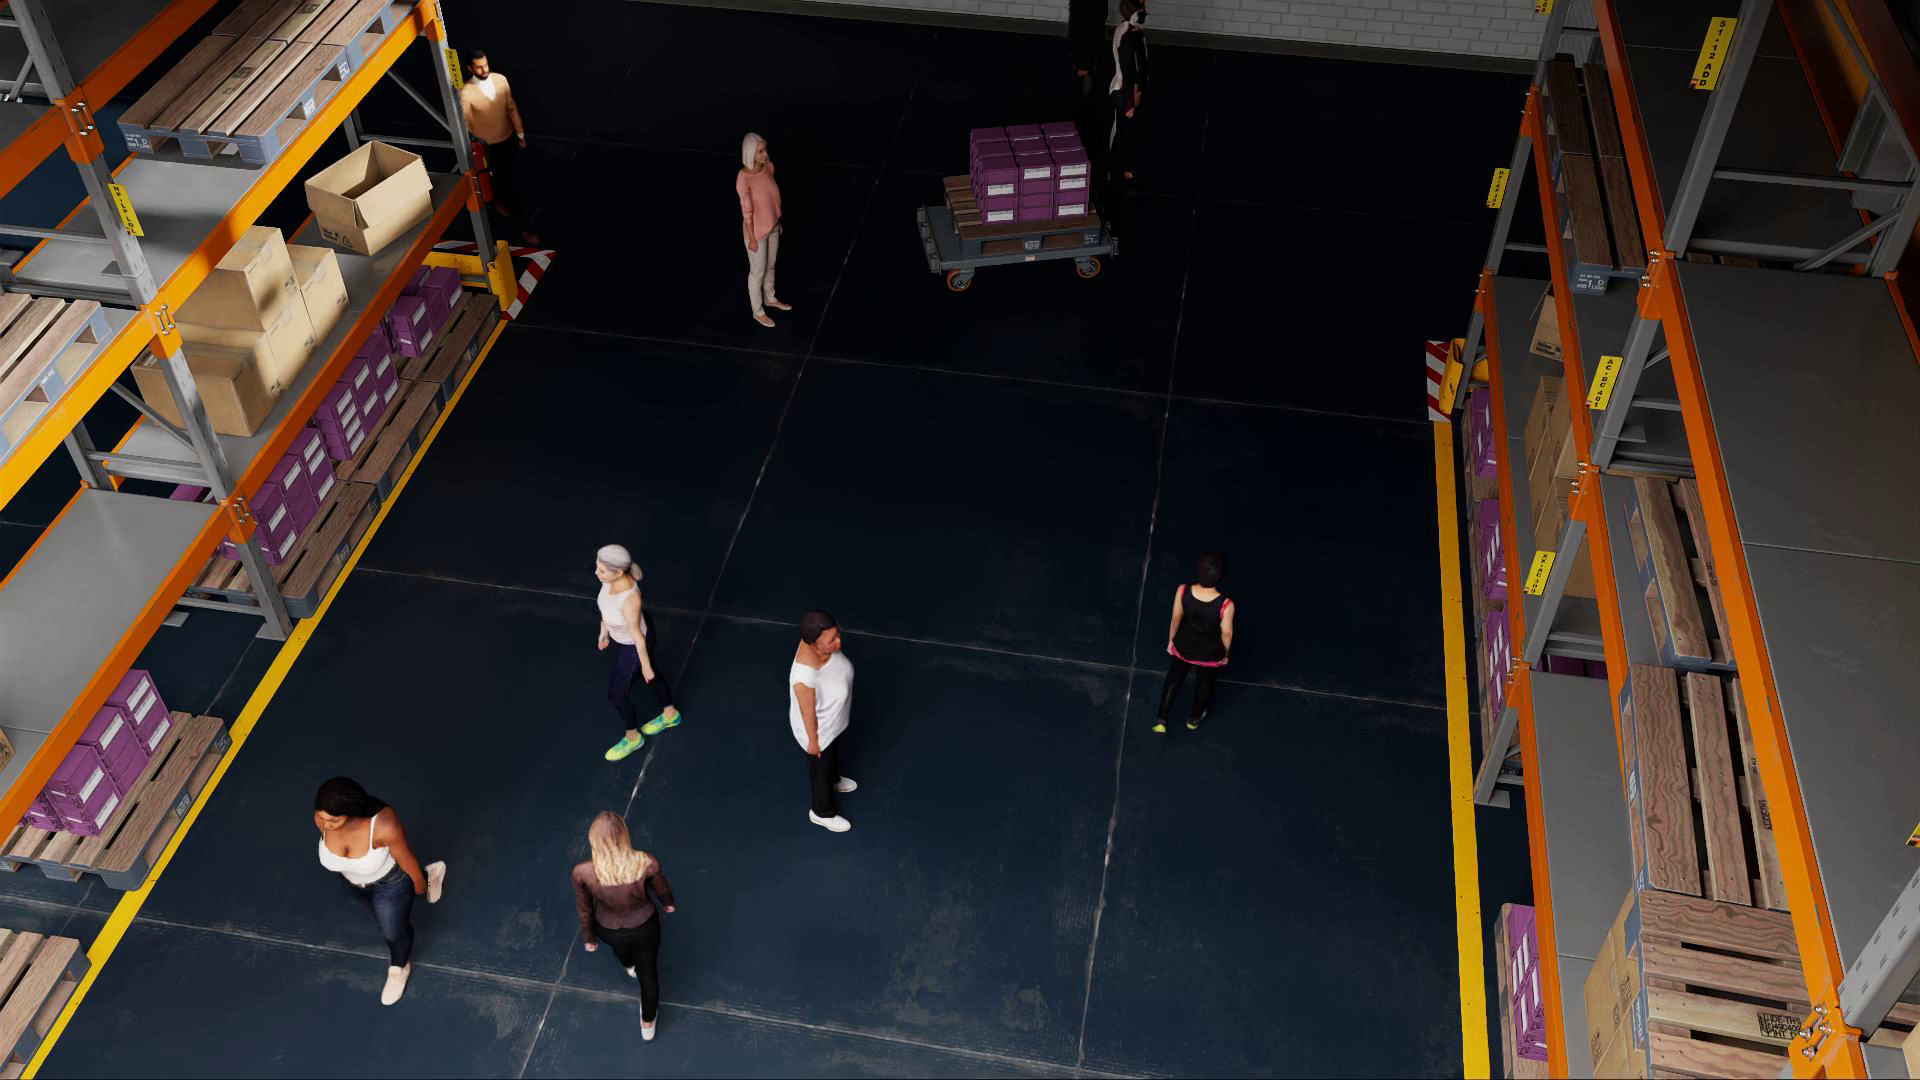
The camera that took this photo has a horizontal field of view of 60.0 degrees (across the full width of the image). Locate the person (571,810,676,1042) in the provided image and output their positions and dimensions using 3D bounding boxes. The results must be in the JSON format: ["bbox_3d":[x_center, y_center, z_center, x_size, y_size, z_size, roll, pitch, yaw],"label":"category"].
[{"bbox_3d":[-1.747,2.102,8.764,0.808,1.681,0.974,-6,44,-6],"label":"person"}]

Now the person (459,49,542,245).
[{"bbox_3d":[-4.121,-3.518,14.637,1.117,1.719,1.178,33,53,30],"label":"person"}]

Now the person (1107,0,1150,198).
[{"bbox_3d":[1.508,-4.044,15.062,0.756,1.893,0.552,3,44,3],"label":"person"}]

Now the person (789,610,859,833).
[{"bbox_3d":[-0.805,1.036,9.879,0.700,1.687,0.533,6,44,7],"label":"person"}]

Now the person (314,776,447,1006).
[{"bbox_3d":[-3.113,1.761,9.052,0.712,1.778,1.044,12,45,12],"label":"person"}]

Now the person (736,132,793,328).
[{"bbox_3d":[-1.632,-2.572,13.638,0.720,1.726,0.566,20,47,20],"label":"person"}]

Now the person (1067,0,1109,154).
[{"bbox_3d":[1.203,-4.676,15.720,0.977,1.901,0.718,3,44,3],"label":"person"}]

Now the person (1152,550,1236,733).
[{"bbox_3d":[1.460,0.697,10.344,0.689,1.537,0.848,21,48,21],"label":"person"}]

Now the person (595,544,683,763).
[{"bbox_3d":[-1.931,0.619,10.319,0.865,1.685,0.837,-16,46,-16],"label":"person"}]
